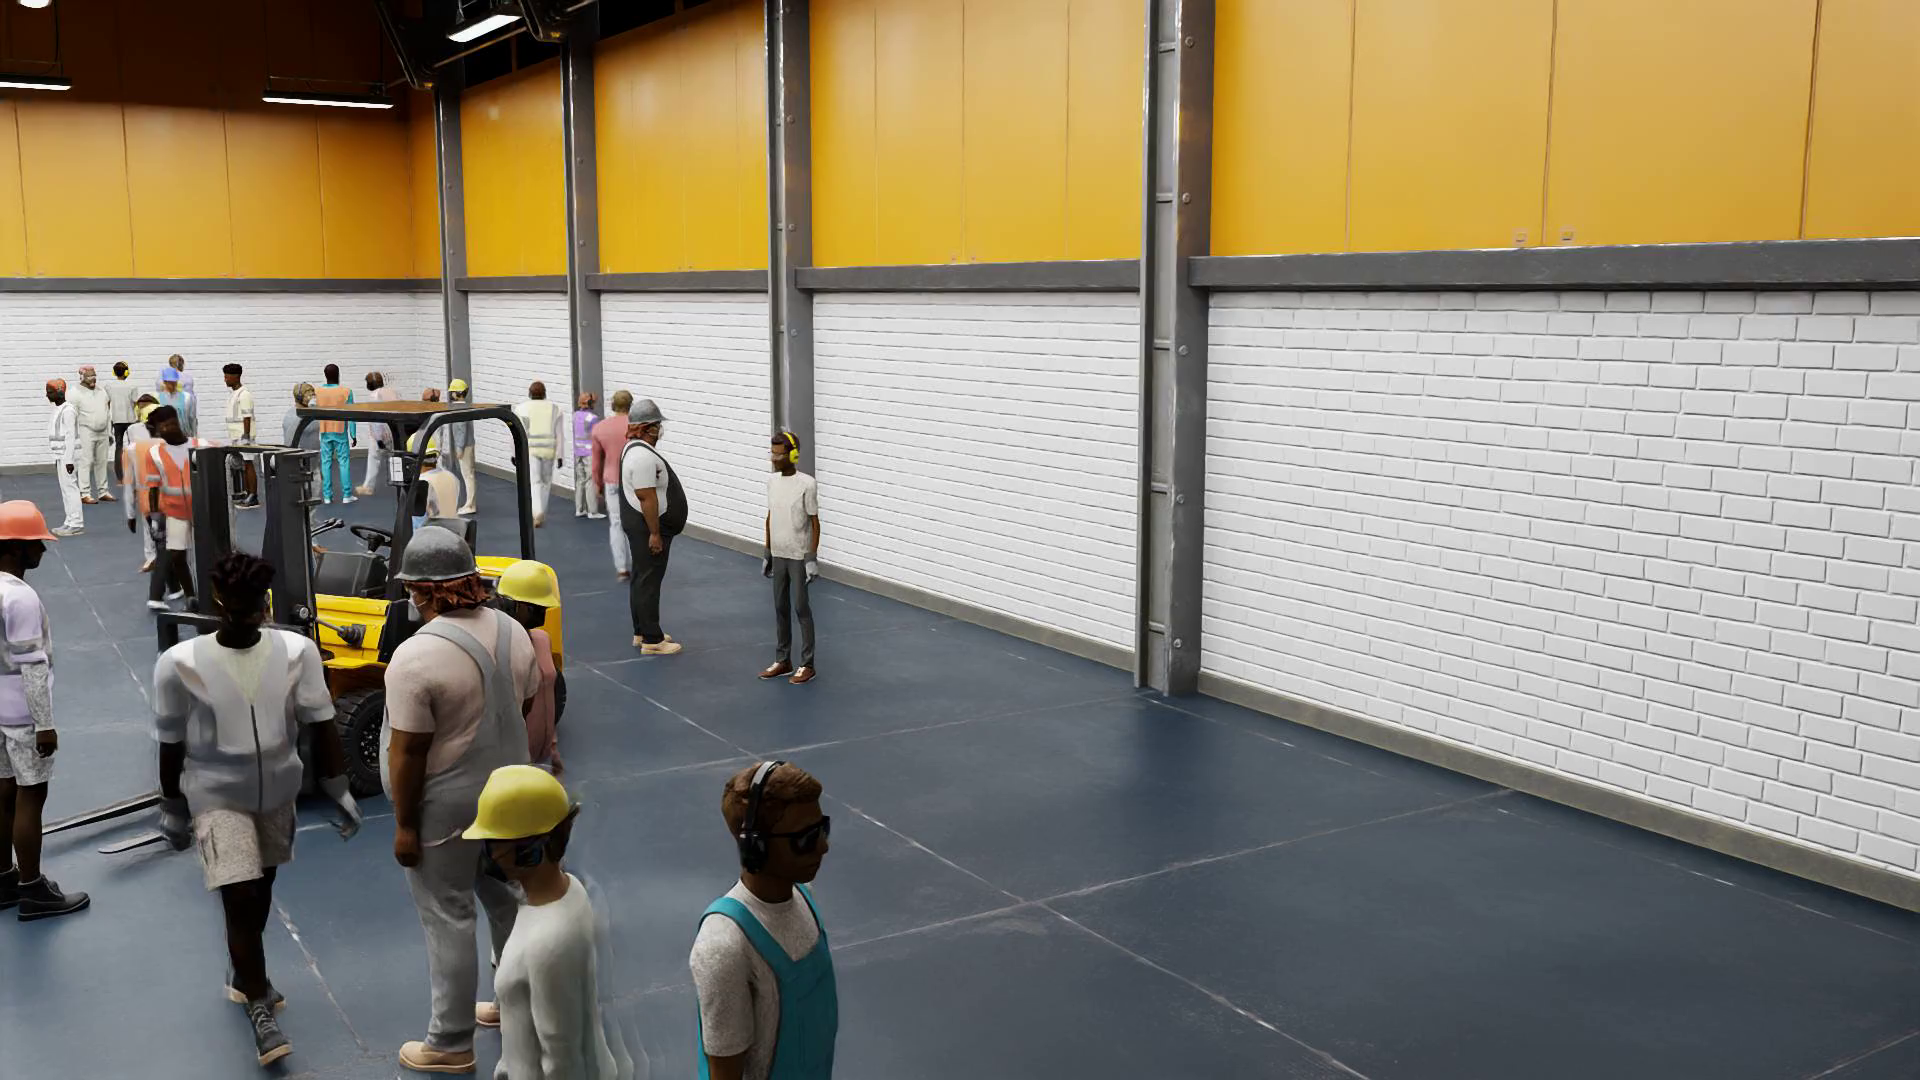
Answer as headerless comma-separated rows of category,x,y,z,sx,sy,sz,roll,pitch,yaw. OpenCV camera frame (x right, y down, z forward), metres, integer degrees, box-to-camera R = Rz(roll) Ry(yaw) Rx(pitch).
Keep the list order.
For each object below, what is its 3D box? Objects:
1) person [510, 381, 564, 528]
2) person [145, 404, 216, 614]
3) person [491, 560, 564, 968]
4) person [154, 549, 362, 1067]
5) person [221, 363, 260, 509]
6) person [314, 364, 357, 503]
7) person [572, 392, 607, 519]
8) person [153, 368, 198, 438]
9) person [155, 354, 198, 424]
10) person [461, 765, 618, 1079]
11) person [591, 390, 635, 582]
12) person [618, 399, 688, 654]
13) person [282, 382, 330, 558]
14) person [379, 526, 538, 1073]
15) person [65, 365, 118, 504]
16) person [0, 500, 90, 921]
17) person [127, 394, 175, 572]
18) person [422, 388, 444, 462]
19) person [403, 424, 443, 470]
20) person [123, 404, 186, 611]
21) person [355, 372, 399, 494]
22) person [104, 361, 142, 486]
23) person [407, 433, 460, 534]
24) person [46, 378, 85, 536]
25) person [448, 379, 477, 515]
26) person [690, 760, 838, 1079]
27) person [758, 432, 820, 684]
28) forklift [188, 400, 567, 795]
person,-5.231,-1.070,20.639,0.632,1.808,0.931,-4,9,-24
person,-6.774,-0.245,14.680,0.697,1.923,0.450,-2,9,-16
person,-1.854,0.956,7.109,0.321,1.761,0.522,2,9,14
person,-2.672,0.988,6.361,0.644,1.904,0.981,-7,11,-41
person,-9.657,-1.399,22.322,0.379,1.957,0.607,-7,11,-40
person,-8.599,-1.455,22.835,0.597,1.913,0.370,-1,8,-6
person,-4.759,-1.077,21.252,0.516,1.631,0.318,8,11,42
person,-10.507,-1.350,22.224,0.623,1.892,1.027,-5,10,-31
person,-12.235,-1.936,26.022,0.628,1.933,0.378,2,9,11
person,-1.114,1.411,4.158,0.890,1.725,0.538,-1,9,-8
person,-3.375,-0.566,16.852,0.661,1.906,0.885,0,8,-1
person,-2.459,-0.115,13.380,0.538,2.000,0.683,-3,9,-20
person,-7.123,-0.753,18.072,0.370,1.932,0.624,0,8,1
person,-1.915,0.941,6.259,0.536,2.000,0.684,4,9,24
person,-11.905,-1.443,22.826,0.404,1.900,0.636,3,9,20
person,-4.329,0.779,7.706,0.552,1.932,0.377,6,11,37
person,-8.314,-0.583,17.158,0.516,1.862,0.344,0,8,-1
person,-6.973,-1.186,21.971,0.310,1.633,0.517,-7,11,-40
person,-4.302,-0.074,13.448,0.434,1.940,0.805,-2,9,-12
person,-7.323,-0.307,15.250,0.591,1.876,1.010,0,8,1
person,-8.182,-1.502,23.636,0.998,1.780,0.631,4,9,23
person,-12.517,-1.743,24.924,0.516,1.872,0.327,-1,9,-7
person,-4.043,0.094,12.691,0.404,1.826,0.587,2,9,14
person,-10.656,-0.985,19.802,0.361,1.879,0.583,-7,11,-39
person,-6.491,-1.212,21.693,0.328,1.769,0.526,-1,9,-10
person,-0.423,1.402,3.812,0.339,1.845,0.514,2,9,13
person,-1.265,0.131,12.311,0.532,1.864,0.310,6,11,37
forklift,-3.529,0.258,10.348,1.214,2.155,2.313,4,9,25
